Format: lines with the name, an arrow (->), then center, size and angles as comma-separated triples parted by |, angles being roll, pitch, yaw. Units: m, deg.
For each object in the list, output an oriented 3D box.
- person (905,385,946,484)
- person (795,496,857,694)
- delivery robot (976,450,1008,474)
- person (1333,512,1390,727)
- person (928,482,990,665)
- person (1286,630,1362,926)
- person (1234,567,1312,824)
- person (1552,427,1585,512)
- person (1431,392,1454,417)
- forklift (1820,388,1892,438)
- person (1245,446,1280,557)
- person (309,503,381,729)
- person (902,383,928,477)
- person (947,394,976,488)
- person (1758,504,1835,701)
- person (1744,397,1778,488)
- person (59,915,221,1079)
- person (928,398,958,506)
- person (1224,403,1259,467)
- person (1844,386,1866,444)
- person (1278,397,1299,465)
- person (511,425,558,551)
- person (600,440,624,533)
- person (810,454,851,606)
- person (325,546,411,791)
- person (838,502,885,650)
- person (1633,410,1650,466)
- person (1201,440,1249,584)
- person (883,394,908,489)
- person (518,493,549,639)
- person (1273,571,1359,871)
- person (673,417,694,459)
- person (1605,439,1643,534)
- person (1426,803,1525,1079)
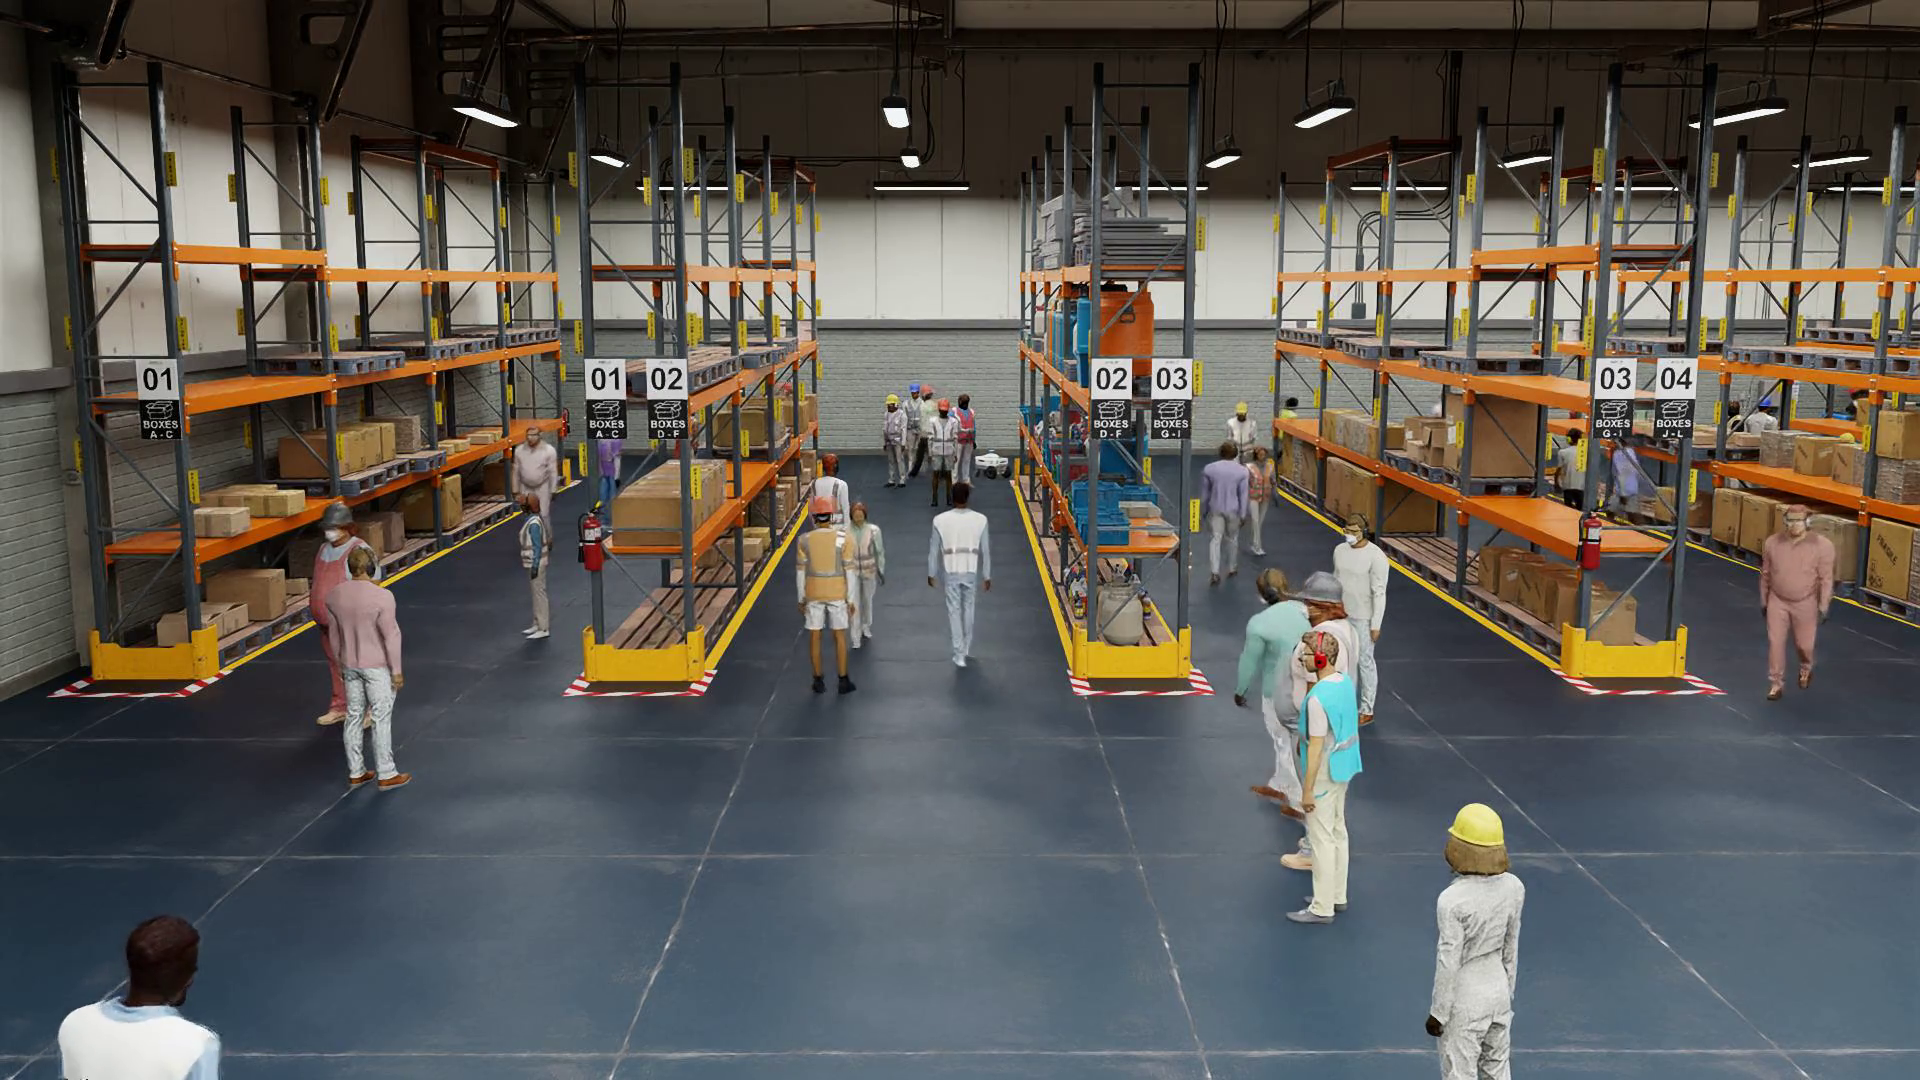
person -> -0.664, -2.082, 32.849 | 0.955, 1.940, 0.638 | 6, 11, 33
person -> -1.278, 0.540, 16.097 | 0.627, 1.918, 0.387 | 0, 9, 0
delivery robot -> 0.642, -1.580, 33.770 | 0.477, 0.478, 0.707 | -7, 11, -40
person -> 3.568, 0.706, 14.965 | 0.375, 1.933, 0.625 | -5, 10, -30
person -> -0.031, 0.330, 17.521 | 0.618, 1.879, 0.893 | -2, 9, -13
person -> 2.287, 1.472, 10.333 | 0.379, 1.838, 0.563 | 6, 10, 32
person -> 2.326, 1.133, 12.348 | 0.663, 1.890, 0.778 | -6, 11, -34
person -> 9.074, -0.756, 24.648 | 0.516, 1.835, 0.783 | 1, 9, 7
person -> 9.845, -2.125, 33.718 | 0.660, 1.778, 1.035 | 3, 9, 17
forklift -> 20.072, -3.110, 36.462 | 1.873, 2.768, 1.129 | 0, 9, 0
person -> 4.385, -0.549, 24.084 | 0.518, 1.606, 0.801 | -3, 9, -20
person -> -5.512, 0.675, 14.800 | 0.689, 2.000, 0.536 | 5, 10, 29
person -> -0.890, -2.237, 33.879 | 0.612, 1.942, 0.405 | 2, 9, 12
person -> 0.059, -1.888, 31.949 | 0.623, 1.839, 0.429 | -6, 11, -35
person -> 7.962, 0.584, 15.866 | 0.660, 1.886, 0.539 | 7, 11, 37
person -> 14.281, -1.590, 29.676 | 0.399, 1.944, 0.618 | -7, 11, -38
person -> -2.726, 2.187, 5.538 | 0.643, 1.894, 0.417 | 3, 9, 16
person -> -0.299, -1.554, 29.477 | 0.544, 1.937, 0.358 | -1, 9, -5
person -> 5.099, -1.582, 30.131 | 0.621, 1.779, 0.915 | 1, 9, 5
person -> 17.792, -2.122, 32.959 | 0.655, 1.987, 0.581 | -4, 10, -27
person -> 6.612, -2.067, 33.655 | 0.344, 1.658, 0.657 | -4, 10, -26
person -> -6.254, -0.750, 24.447 | 0.667, 1.897, 0.415 | 1, 9, 5
person -> -5.541, -1.059, 26.382 | 0.409, 1.909, 0.670 | -6, 11, -35
person -> -1.569, -0.121, 20.427 | 0.575, 1.885, 0.355 | 6, 10, 32
person -> -4.636, 1.001, 13.031 | 0.631, 1.940, 0.372 | 3, 9, 18
person -> -1.088, 0.355, 18.297 | 0.521, 1.593, 0.881 | 0, 9, -3
person -> 14.637, -2.405, 35.920 | 0.500, 1.633, 0.280 | -2, 9, -13
person -> 3.497, -0.374, 22.036 | 0.646, 1.897, 1.012 | 3, 9, 19
person -> -1.269, -1.893, 32.031 | 0.596, 1.826, 0.403 | 8, 12, 41
person -> -4.757, 0.287, 18.597 | 0.315, 1.636, 0.514 | -3, 9, -18
person -> 2.406, 1.214, 11.332 | 0.539, 2.000, 0.689 | 5, 10, 31
person -> -5.627, -2.265, 33.942 | 0.598, 1.977, 0.434 | 8, 12, 41
person -> 9.664, -0.723, 24.282 | 0.572, 1.874, 0.970 | -7, 11, -37
person -> 2.222, 1.997, 7.253 | 0.492, 1.743, 0.295 | -6, 10, -32
